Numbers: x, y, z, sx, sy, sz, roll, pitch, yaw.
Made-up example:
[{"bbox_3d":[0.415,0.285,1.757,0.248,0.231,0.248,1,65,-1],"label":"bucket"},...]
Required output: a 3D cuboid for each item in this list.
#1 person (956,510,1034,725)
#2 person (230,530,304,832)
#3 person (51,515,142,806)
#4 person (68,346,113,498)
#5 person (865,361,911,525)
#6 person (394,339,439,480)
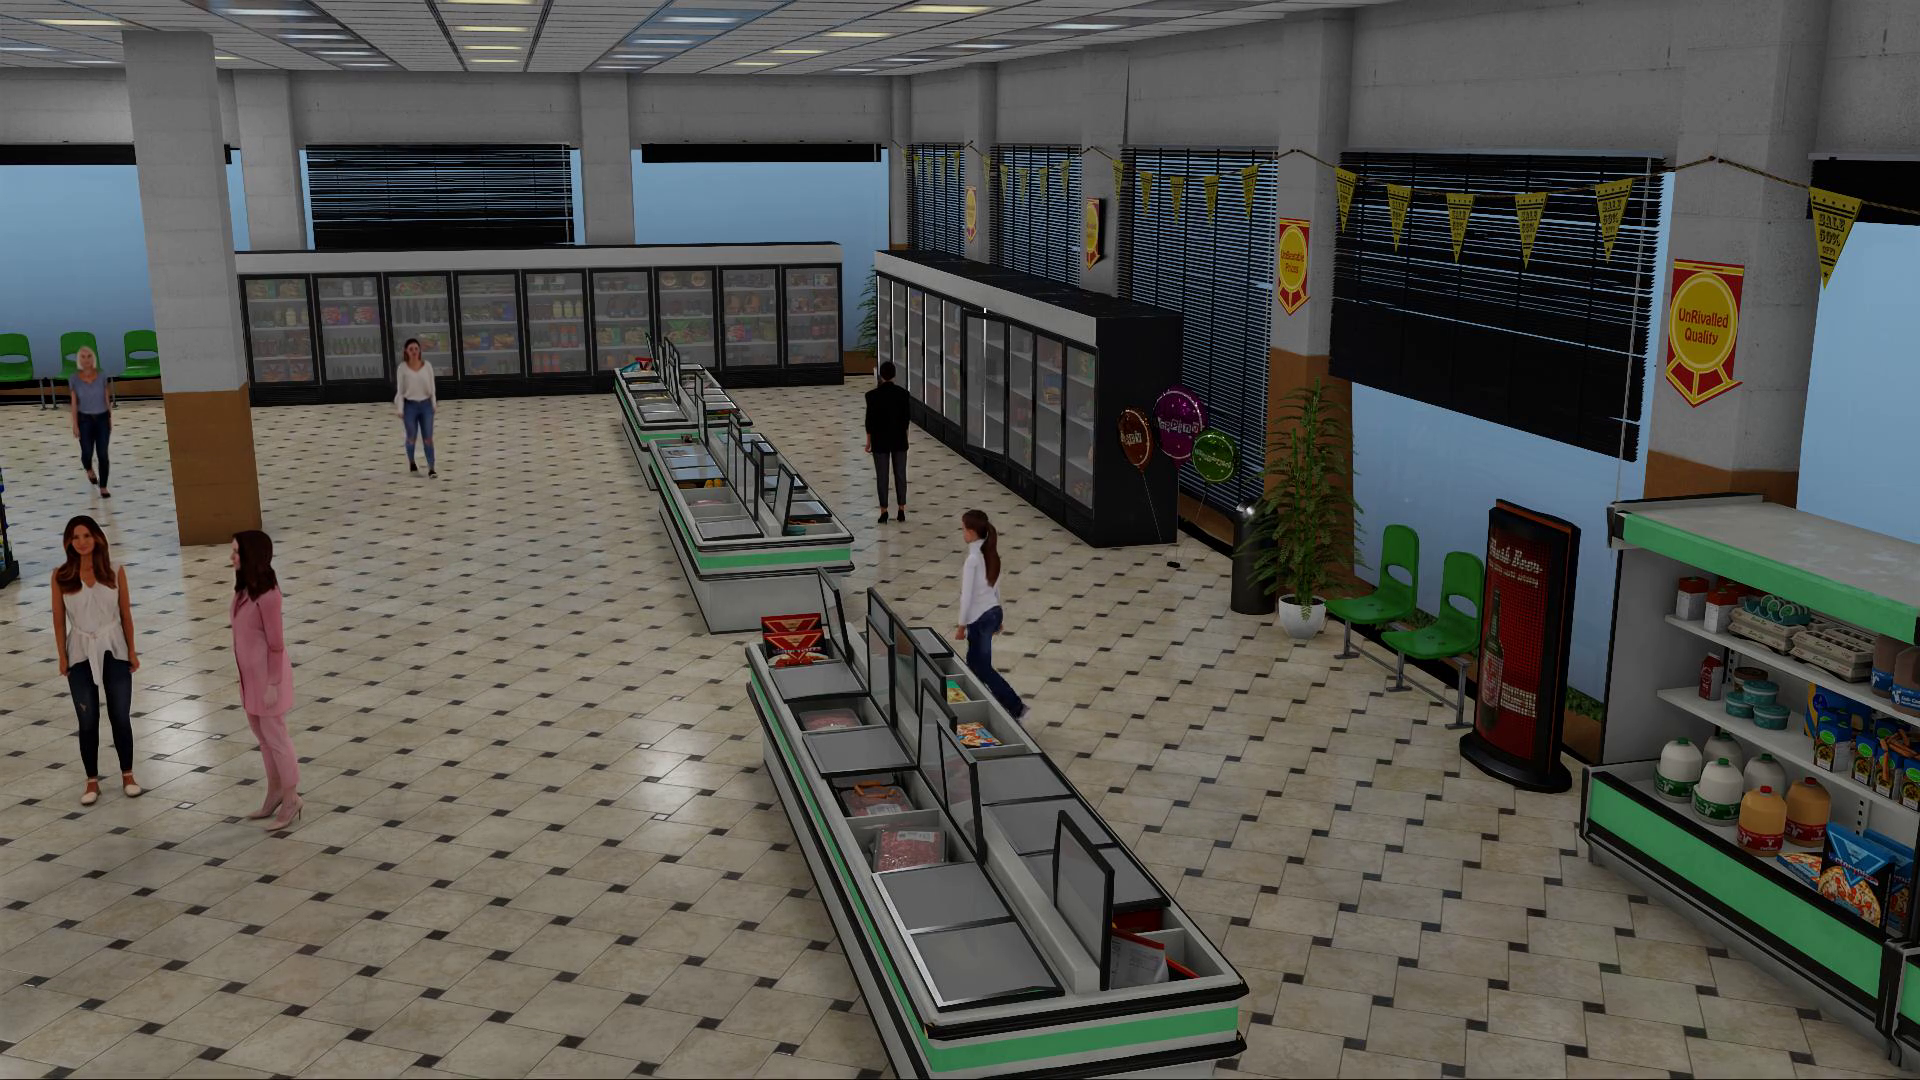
[{"bbox_3d":[0.209,0.576,11.359,0.966,1.534,0.911,8,16,31],"label":"person"},{"bbox_3d":[-4.096,0.813,9.812,0.745,1.803,0.616,-12,18,-41],"label":"person"},{"bbox_3d":[-5.305,0.721,10.230,0.638,1.785,0.599,-7,15,-28],"label":"person"},{"bbox_3d":[-9.882,-1.346,18.935,0.788,1.699,1.064,-9,16,-33],"label":"person"},{"bbox_3d":[-0.751,-1.030,17.593,0.630,1.718,0.546,-4,14,-14],"label":"person"},{"bbox_3d":[-6.519,-1.547,19.885,0.848,1.642,1.181,-8,16,-29],"label":"person"}]
